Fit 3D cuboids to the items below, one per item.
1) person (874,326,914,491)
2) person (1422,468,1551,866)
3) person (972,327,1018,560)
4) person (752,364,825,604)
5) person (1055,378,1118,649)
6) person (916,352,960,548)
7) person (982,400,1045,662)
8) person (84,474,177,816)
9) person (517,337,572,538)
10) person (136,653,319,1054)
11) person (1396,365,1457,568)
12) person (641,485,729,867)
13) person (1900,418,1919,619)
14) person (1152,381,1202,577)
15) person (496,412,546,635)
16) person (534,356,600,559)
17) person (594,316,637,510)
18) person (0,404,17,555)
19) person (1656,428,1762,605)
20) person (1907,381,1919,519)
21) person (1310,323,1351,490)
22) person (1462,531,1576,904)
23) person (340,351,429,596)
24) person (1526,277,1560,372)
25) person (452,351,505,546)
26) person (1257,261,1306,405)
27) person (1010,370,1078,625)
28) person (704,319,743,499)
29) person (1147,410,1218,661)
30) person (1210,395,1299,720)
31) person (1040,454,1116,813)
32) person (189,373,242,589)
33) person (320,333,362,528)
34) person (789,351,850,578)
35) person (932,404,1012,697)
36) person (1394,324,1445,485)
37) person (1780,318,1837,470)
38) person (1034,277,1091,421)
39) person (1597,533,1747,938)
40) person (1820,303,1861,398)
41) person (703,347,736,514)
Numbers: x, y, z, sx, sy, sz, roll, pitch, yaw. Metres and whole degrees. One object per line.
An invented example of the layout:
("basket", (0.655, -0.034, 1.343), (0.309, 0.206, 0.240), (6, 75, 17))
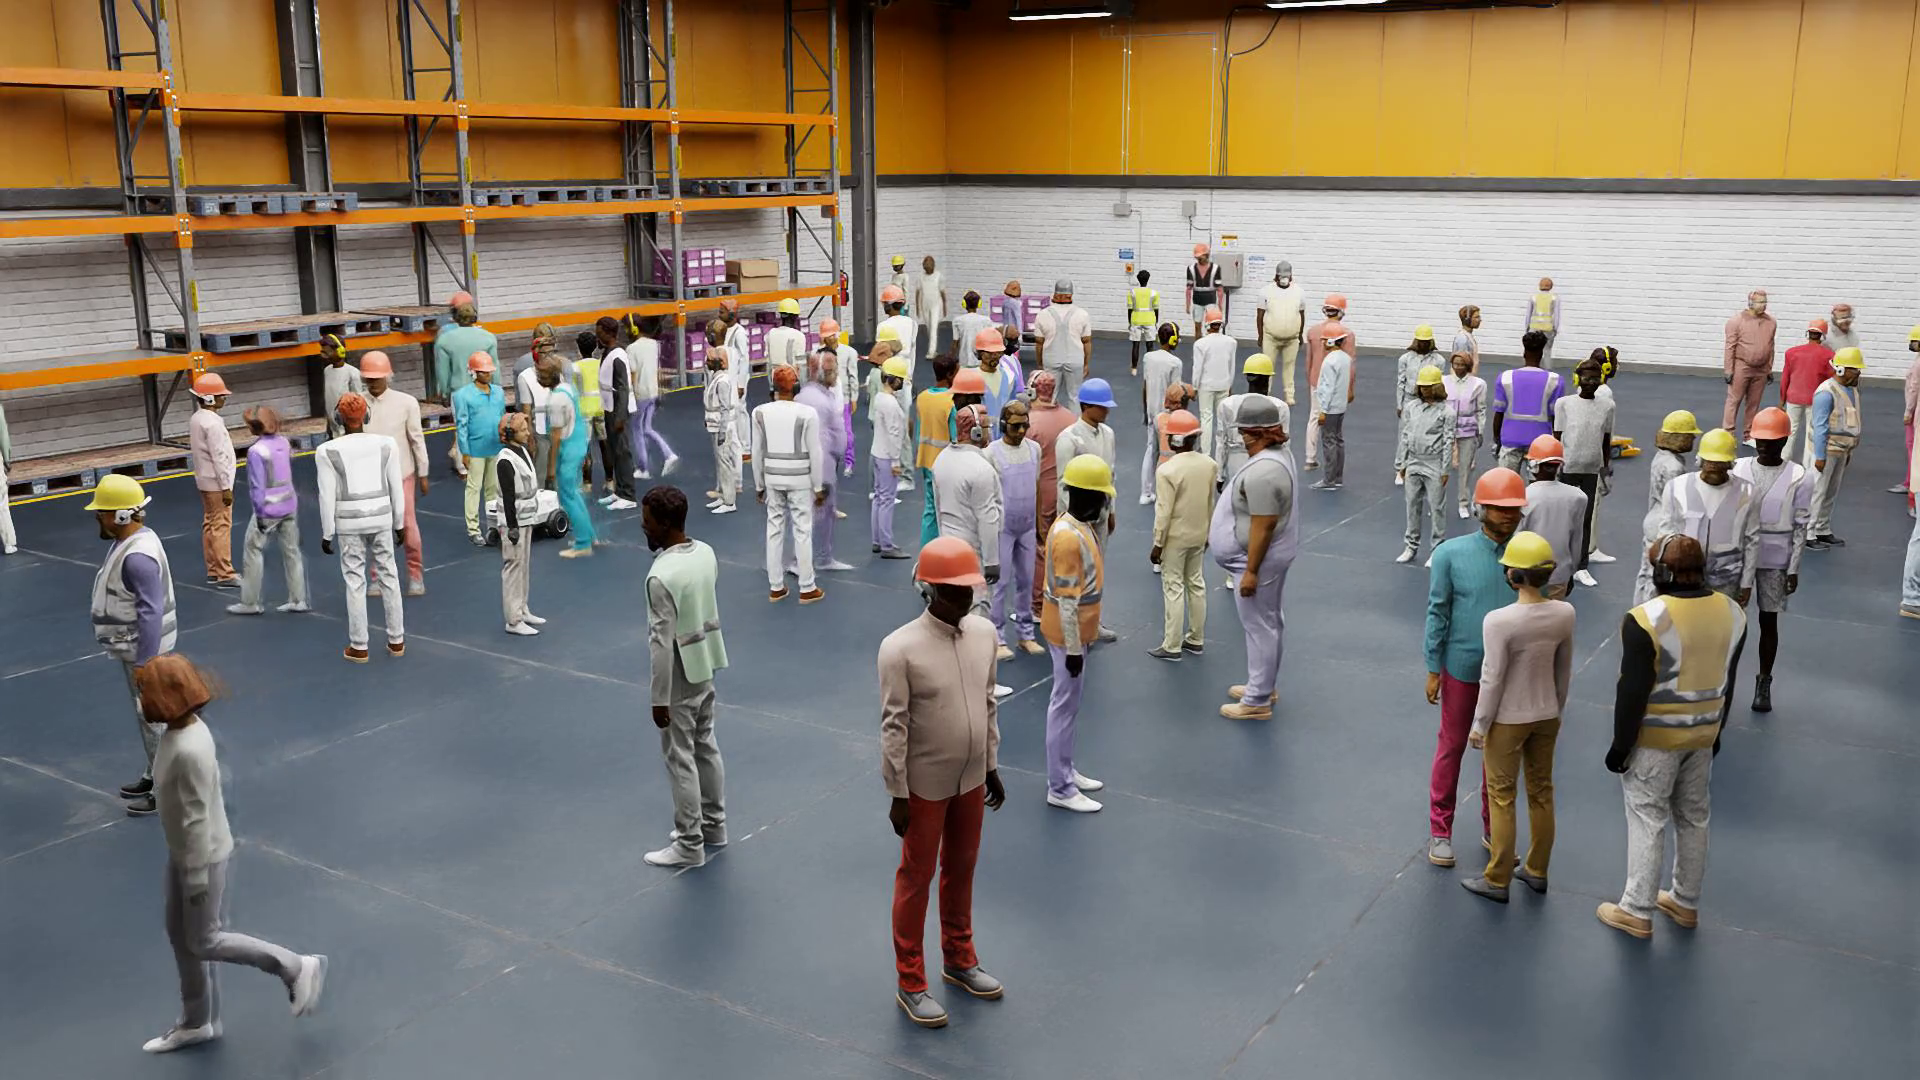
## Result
("person", (-0.713, -1.384, 17.503), (0.389, 1.730, 0.485), (-7, 15, -28))
("person", (2.586, 0.626, 8.185), (0.618, 1.997, 0.373), (0, 13, -2))
("person", (0.251, -0.807, 14.300), (0.607, 2.044, 0.378), (-8, 15, -31))
("person", (-1.341, -0.432, 13.026), (0.574, 1.883, 0.360), (4, 14, 18))
("person", (0.914, -0.188, 11.851), (0.422, 1.941, 0.608), (11, 17, 40))
("person", (-0.137, -0.567, 13.534), (0.386, 1.918, 0.596), (-9, 16, -35))
("person", (0.363, -0.069, 11.565), (0.518, 1.836, 0.346), (-9, 16, -33))
("person", (-4.389, 0.552, 8.868), (0.404, 1.830, 0.601), (-7, 15, -29))
("person", (-3.840, -0.962, 15.402), (0.389, 1.847, 0.567), (6, 14, 24))
("person", (-2.907, 1.209, 6.478), (0.578, 1.619, 0.505), (-9, 16, -34))
("person", (3.978, -0.631, 14.219), (0.329, 1.734, 0.481), (-11, 17, -40))
("person", (-1.352, 0.671, 8.189), (0.388, 1.911, 0.592), (4, 13, 15))
("person", (7.411, -0.396, 12.623), (0.377, 1.995, 0.612), (8, 15, 32))
("person", (1.798, -0.496, 13.836), (0.309, 1.641, 0.514), (-11, 17, -40))
("person", (-3.250, -0.126, 12.233), (0.307, 1.639, 0.525), (-1, 13, -2))
("person", (-3.426, -0.714, 14.427), (0.424, 1.802, 0.585), (0, 13, 0))
("person", (-3.421, -1.263, 16.571), (0.374, 1.916, 0.607), (-5, 14, -22))
("person", (-8.552, -0.649, 14.498), (0.514, 1.642, 0.310), (-10, 16, -36))
("person", (4.659, 0.201, 10.407), (0.592, 1.826, 0.403), (6, 14, 24))
("person", (9.470, -1.062, 16.036), (0.520, 1.756, 0.345), (0, 13, 2))
("person", (3.906, -1.410, 17.552), (0.335, 1.749, 0.575), (8, 15, 31))
("person", (2.618, 0.829, 7.817), (0.535, 1.766, 0.320), (-6, 14, -23))
("person", (-4.569, -0.513, 13.170), (0.667, 1.981, 0.428), (-1, 13, -3))
("person", (9.127, -3.310, 26.089), (0.528, 1.613, 0.476), (6, 14, 26))
("person", (-4.300, -0.838, 15.065), (0.329, 1.753, 0.560), (8, 15, 32))
("person", (4.535, -2.914, 23.446), (0.689, 2.000, 0.538), (0, 13, 1))
("person", (0.599, -0.320, 12.491), (0.399, 1.907, 0.644), (12, 18, 42))
("person", (-2.439, -1.336, 17.031), (0.336, 1.844, 0.508), (6, 14, 25))
("person", (1.533, -0.035, 11.587), (0.573, 1.749, 0.334), (-11, 17, -40))
("person", (1.823, 0.098, 10.380), (0.536, 2.000, 0.681), (5, 14, 21))
("person", (0.629, 0.488, 8.945), (0.385, 1.925, 0.585), (2, 13, 8))
("person", (-6.031, -0.482, 13.526), (0.330, 1.751, 0.564), (-10, 17, -38))
("person", (-5.762, -1.005, 15.558), (0.520, 1.865, 0.335), (9, 16, 33))
("person", (-1.153, -0.622, 13.860), (0.439, 1.923, 0.663), (-2, 13, -7))
("person", (0.087, 0.068, 10.802), (0.407, 1.910, 0.638), (-7, 15, -29))
("person", (4.890, -1.430, 17.690), (0.484, 1.736, 0.339), (3, 13, 12))
("person", (9.289, -1.554, 18.212), (0.573, 1.738, 0.352), (9, 16, 35))
("person", (1.250, -2.168, 20.210), (0.684, 2.000, 0.538), (1, 13, 5))
("person", (3.161, 0.875, 7.458), (0.624, 1.839, 0.430), (-5, 14, -19))
("person", (9.750, -1.694, 18.515), (0.796, 1.887, 0.399), (-6, 14, -26))
("person", (-2.362, -1.082, 16.377), (0.306, 1.639, 0.524), (-4, 13, -15))
